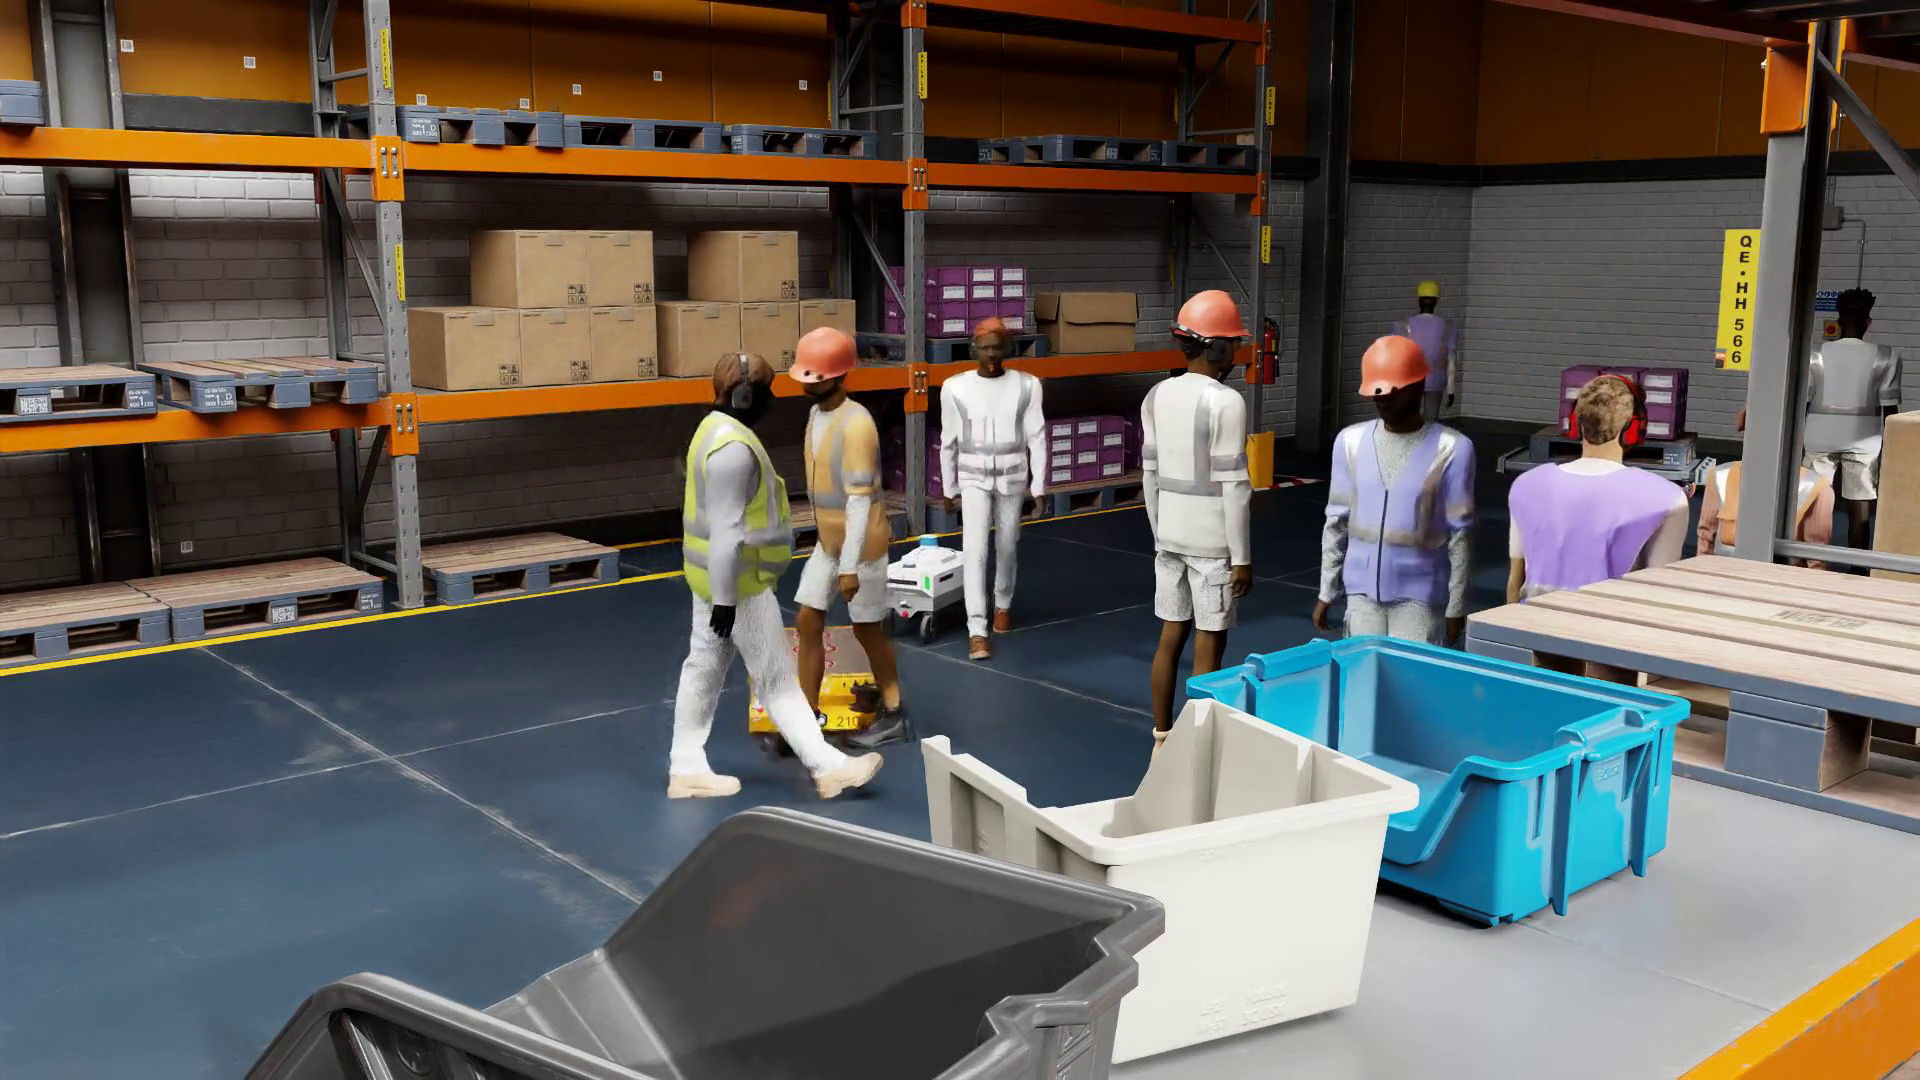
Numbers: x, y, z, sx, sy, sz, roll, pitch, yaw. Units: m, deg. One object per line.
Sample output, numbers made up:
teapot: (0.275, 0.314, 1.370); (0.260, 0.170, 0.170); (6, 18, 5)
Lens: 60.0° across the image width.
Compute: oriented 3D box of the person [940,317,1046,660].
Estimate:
person: (0.178, -0.319, 9.250); (0.575, 1.851, 0.935); (-1, 10, -3)

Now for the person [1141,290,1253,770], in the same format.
person: (1.001, 0.002, 6.866); (0.378, 2.045, 0.605); (-6, 12, -30)

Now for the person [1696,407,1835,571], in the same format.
person: (3.133, 0.263, 6.533); (0.315, 1.641, 0.515); (-8, 13, -38)

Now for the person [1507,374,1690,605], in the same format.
person: (1.954, 0.404, 5.207); (0.387, 1.835, 0.565); (-9, 14, -42)

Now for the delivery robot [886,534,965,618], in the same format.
delivery robot: (-0.178, 0.212, 9.586); (0.477, 0.478, 0.707); (4, 12, 24)

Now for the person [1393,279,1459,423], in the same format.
person: (4.258, -1.434, 15.285); (0.592, 1.911, 0.545); (3, 10, 14)

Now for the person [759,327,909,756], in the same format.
person: (-0.552, 0.031, 7.156); (0.808, 1.882, 0.580); (-6, 12, -32)

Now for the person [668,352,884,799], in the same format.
person: (-0.764, 0.160, 6.642); (0.915, 1.801, 0.646); (-3, 10, -14)

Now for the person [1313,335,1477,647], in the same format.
person: (1.639, 0.182, 6.256); (0.546, 1.908, 0.472); (7, 12, 36)

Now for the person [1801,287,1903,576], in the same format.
person: (5.543, -0.598, 10.451); (0.613, 1.962, 0.362); (5, 11, 28)

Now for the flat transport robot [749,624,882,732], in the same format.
flat transport robot: (-0.706, 0.649, 8.209); (0.652, 0.197, 1.431); (-1, 10, -6)
